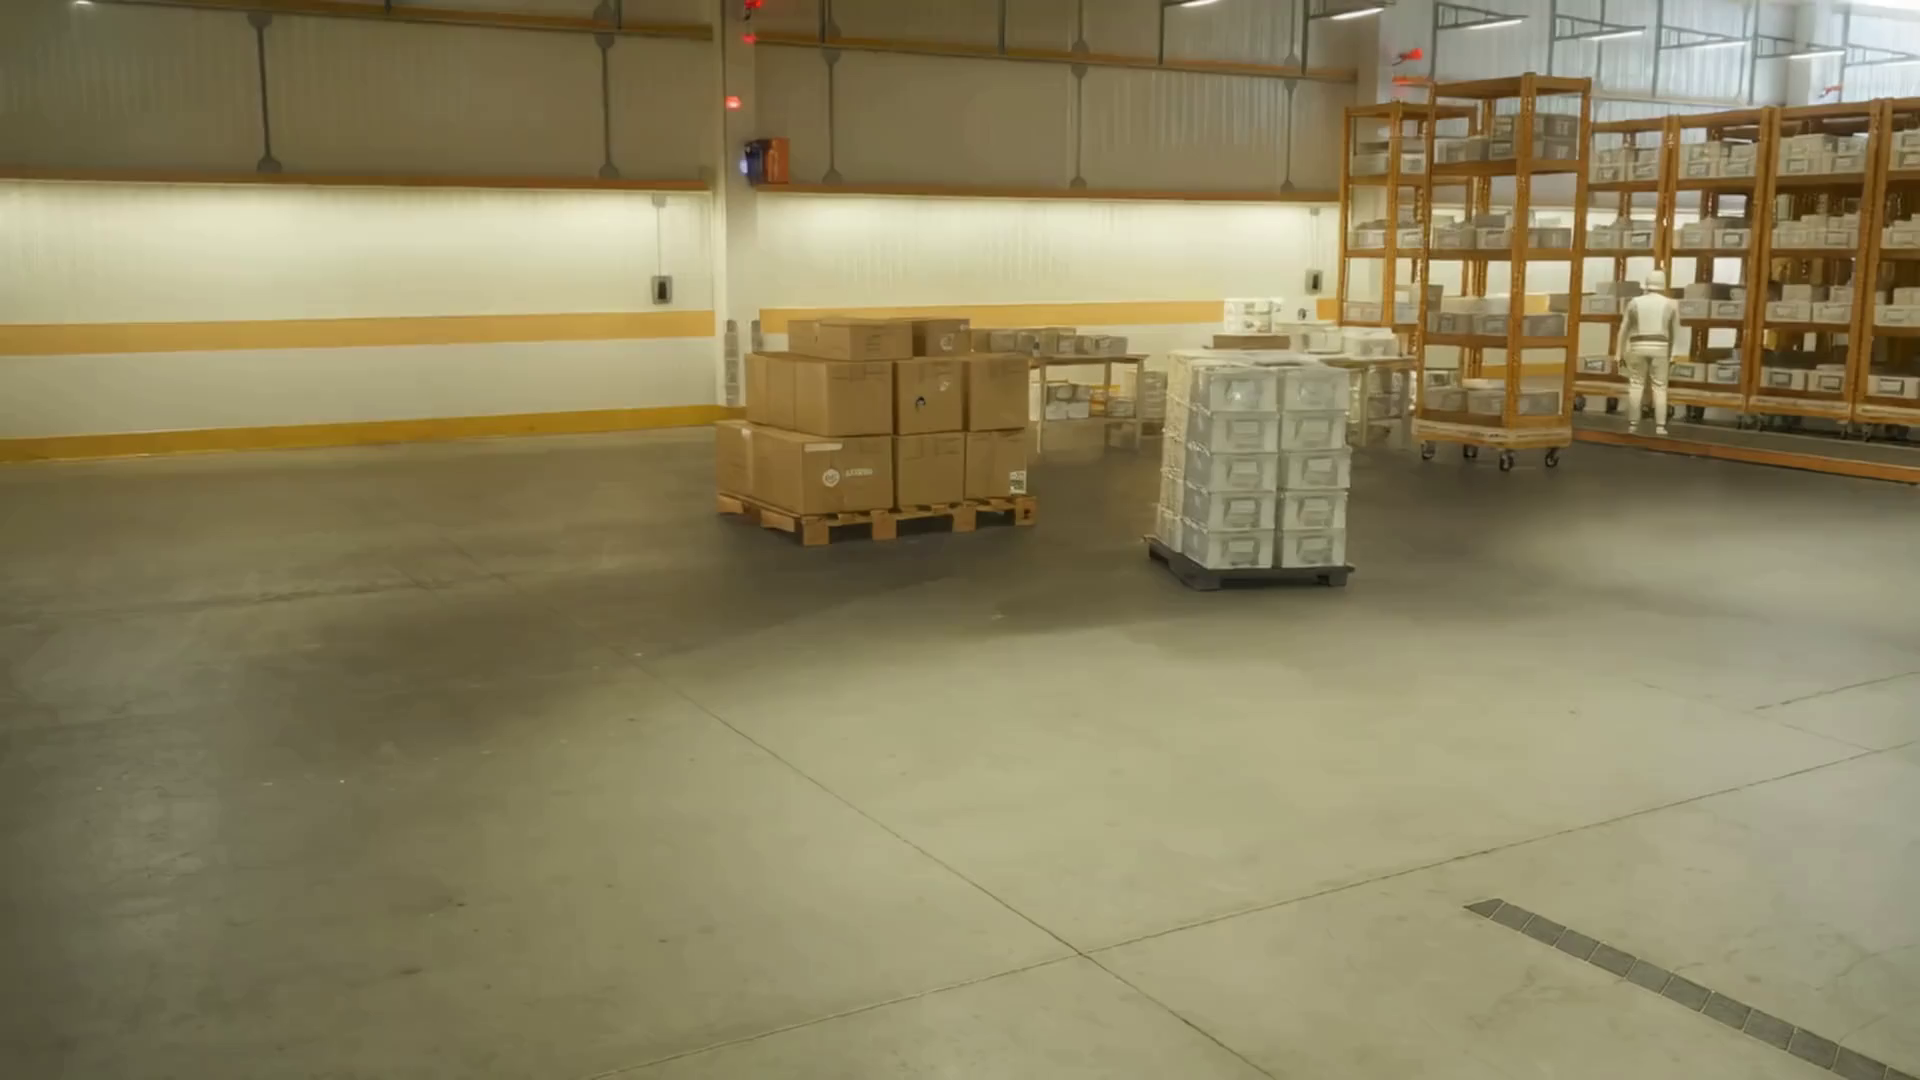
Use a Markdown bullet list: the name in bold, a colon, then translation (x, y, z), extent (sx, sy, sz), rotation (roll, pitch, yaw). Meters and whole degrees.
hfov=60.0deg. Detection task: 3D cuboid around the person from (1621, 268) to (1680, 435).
- **person**: translation (7.613, -2.071, 18.364), extent (0.590, 1.835, 0.404), rotation (5, 11, 28)
